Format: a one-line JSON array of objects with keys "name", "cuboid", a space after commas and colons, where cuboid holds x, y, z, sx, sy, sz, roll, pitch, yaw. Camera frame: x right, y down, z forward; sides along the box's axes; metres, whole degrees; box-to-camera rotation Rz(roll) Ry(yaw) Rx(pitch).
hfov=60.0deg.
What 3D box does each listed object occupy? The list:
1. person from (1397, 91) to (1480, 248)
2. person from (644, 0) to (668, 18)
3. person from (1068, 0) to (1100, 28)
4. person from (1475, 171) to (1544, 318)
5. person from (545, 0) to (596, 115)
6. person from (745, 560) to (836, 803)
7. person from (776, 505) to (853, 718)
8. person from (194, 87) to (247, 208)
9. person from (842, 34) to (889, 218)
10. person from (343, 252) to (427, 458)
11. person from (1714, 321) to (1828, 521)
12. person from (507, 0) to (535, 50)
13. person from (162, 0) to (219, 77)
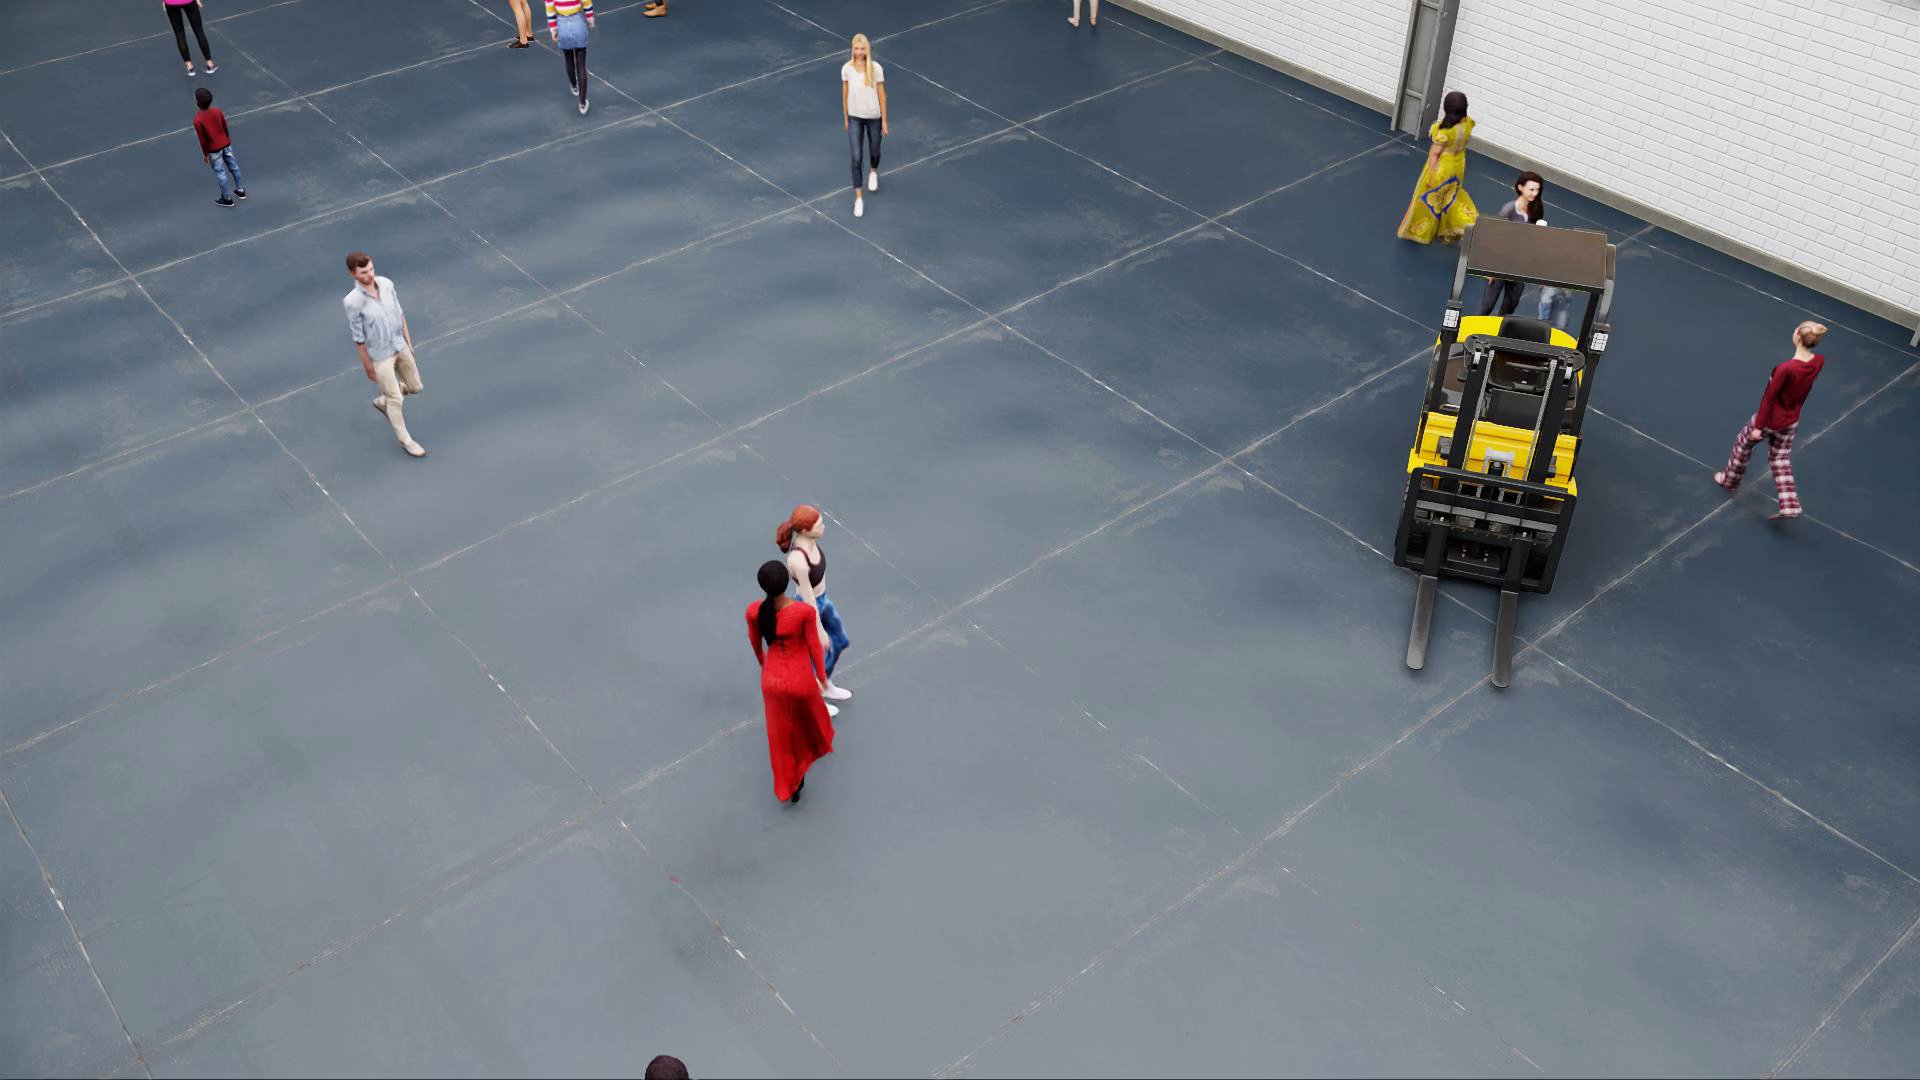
[{"name": "person", "cuboid": [4.767, -3.550, 16.187, 0.767, 1.639, 1.032, -23, 44, -26]}, {"name": "person", "cuboid": [-3.933, -7.536, 21.112, 0.759, 1.711, 0.670, -2, 39, -2]}, {"name": "person", "cuboid": [1.570, -7.293, 20.828, 0.704, 1.697, 0.717, -8, 39, -10]}, {"name": "person", "cuboid": [4.844, -2.452, 14.702, 0.670, 1.767, 0.637, -11, 40, -14]}, {"name": "person", "cuboid": [-4.368, -5.706, 18.771, 0.997, 1.773, 1.121, -4, 39, -5]}, {"name": "person", "cuboid": [-1.102, 0.957, 10.454, 1.039, 1.751, 1.098, 4, 39, 6]}, {"name": "person", "cuboid": [-1.058, 0.499, 11.008, 0.795, 1.776, 0.735, 6, 39, 8]}, {"name": "person", "cuboid": [-7.646, -4.061, 17.125, 0.582, 1.256, 0.567, 20, 43, 23]}, {"name": "person", "cuboid": [-0.955, -4.330, 17.030, 1.002, 1.796, 1.106, 1, 39, 1]}, {"name": "person", "cuboid": [-4.720, -1.547, 13.515, 0.949, 1.832, 0.808, 21, 43, 24]}, {"name": "person", "cuboid": [6.371, -0.892, 12.827, 0.864, 1.669, 1.127, -13, 40, -16]}, {"name": "person", "cuboid": [-5.455, -6.940, 20.260, 0.727, 1.844, 0.685, 6, 39, 8]}, {"name": "person", "cuboid": [-9.212, -6.348, 19.643, 0.673, 1.698, 0.685, -10, 40, -12]}]
